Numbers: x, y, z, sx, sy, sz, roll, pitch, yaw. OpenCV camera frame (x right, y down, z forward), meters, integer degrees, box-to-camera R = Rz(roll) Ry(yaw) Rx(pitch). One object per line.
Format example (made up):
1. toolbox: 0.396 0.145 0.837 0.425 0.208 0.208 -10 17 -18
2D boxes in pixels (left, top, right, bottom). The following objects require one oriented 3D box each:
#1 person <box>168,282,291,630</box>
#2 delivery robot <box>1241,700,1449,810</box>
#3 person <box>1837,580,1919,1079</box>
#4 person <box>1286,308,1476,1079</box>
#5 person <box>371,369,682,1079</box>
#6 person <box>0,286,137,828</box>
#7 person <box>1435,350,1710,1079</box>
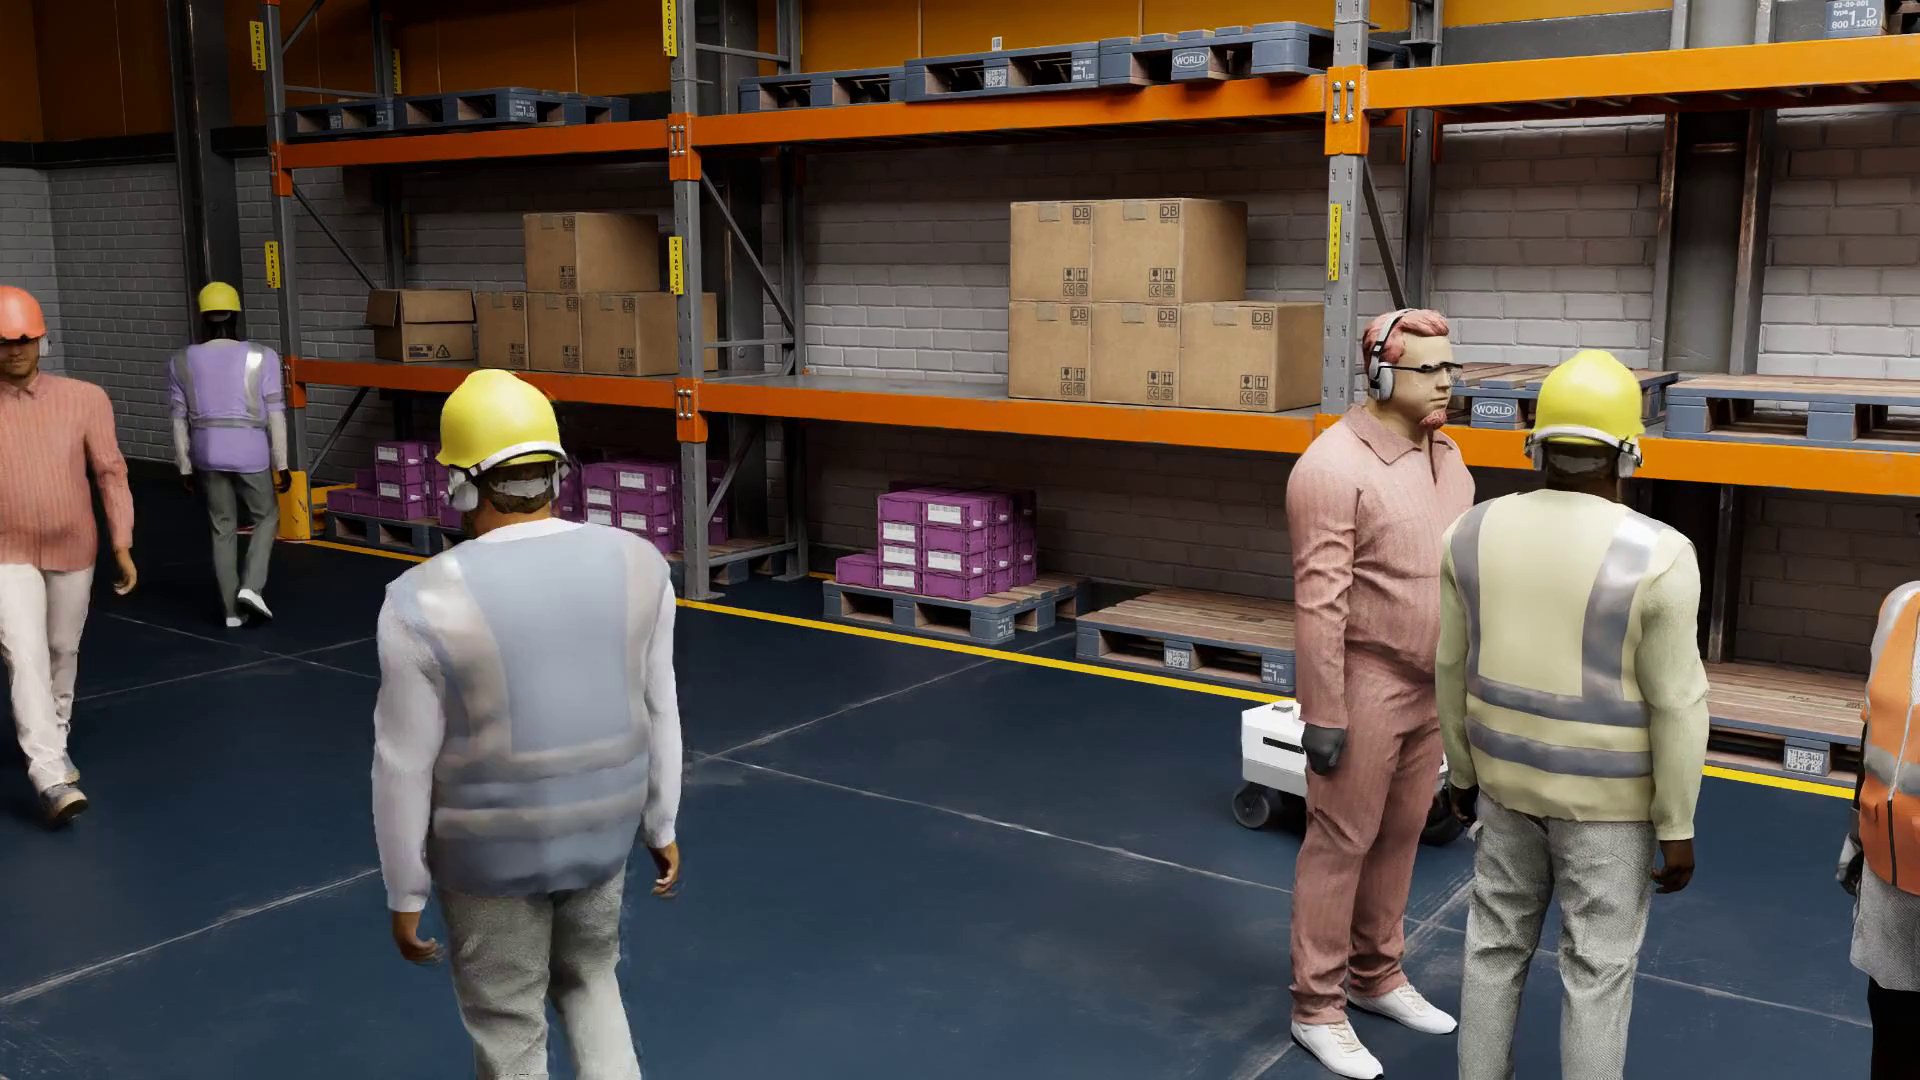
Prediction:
1. person: -3.990 -0.454 9.130 0.609 1.908 0.420 -1 10 -8
2. delivery robot: 1.325 0.738 5.781 0.477 0.478 0.707 -8 12 -40
3. person: 1.918 0.646 3.217 0.318 1.697 0.535 -2 10 -13
4. person: 1.090 0.377 4.196 0.652 1.906 0.402 -9 13 -43
5. person: -0.827 0.581 3.227 0.618 1.818 0.431 -8 12 -39
6. person: -3.378 0.046 6.122 0.609 1.927 1.071 -8 12 -40
7. person: 1.315 0.515 3.584 0.404 1.833 0.600 -8 12 -38
